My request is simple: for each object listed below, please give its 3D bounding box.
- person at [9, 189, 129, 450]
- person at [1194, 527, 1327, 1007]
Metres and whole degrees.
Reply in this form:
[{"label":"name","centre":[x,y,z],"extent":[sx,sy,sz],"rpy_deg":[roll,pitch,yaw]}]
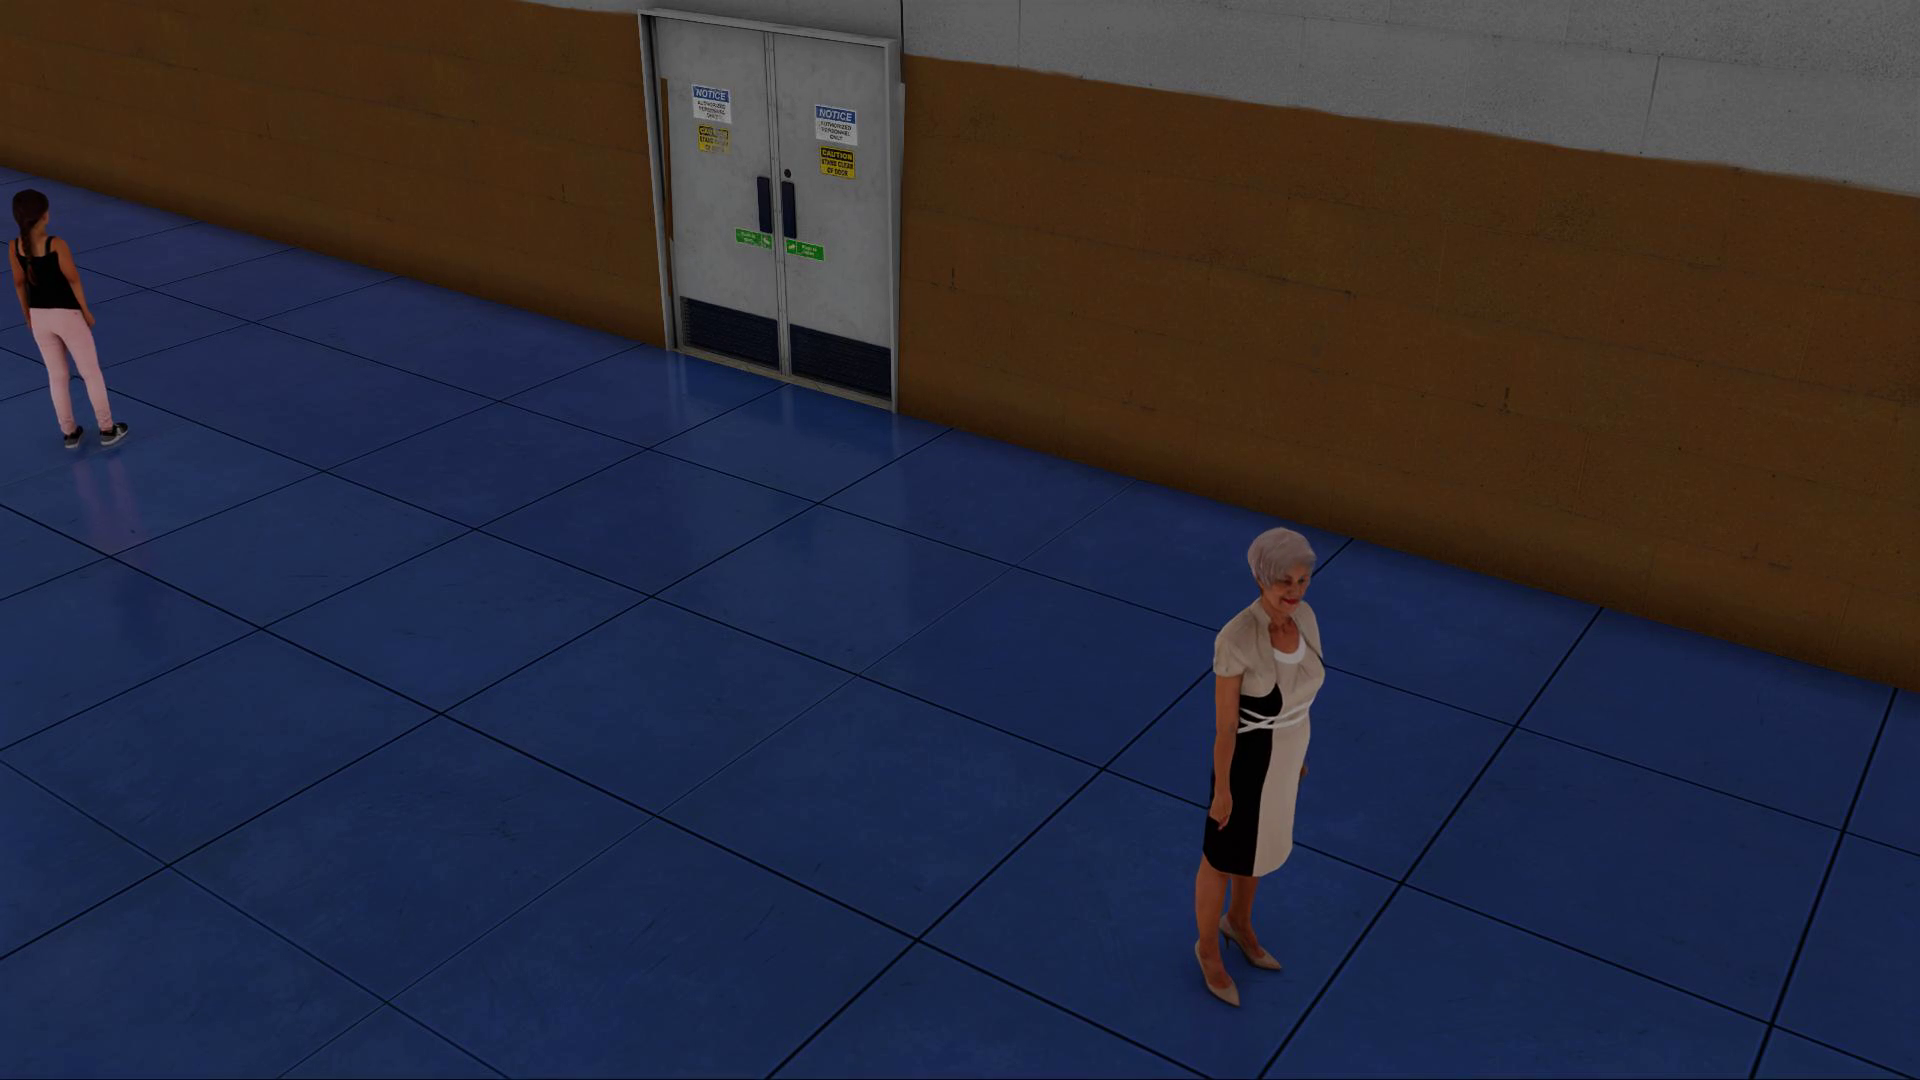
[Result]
[{"label":"person","centre":[-5.327,-1.294,9.834],"extent":[0.632,1.561,0.678],"rpy_deg":[-2,27,-3]},{"label":"person","centre":[0.983,0.756,5.579],"extent":[0.528,1.754,0.721],"rpy_deg":[-23,35,-37]}]
